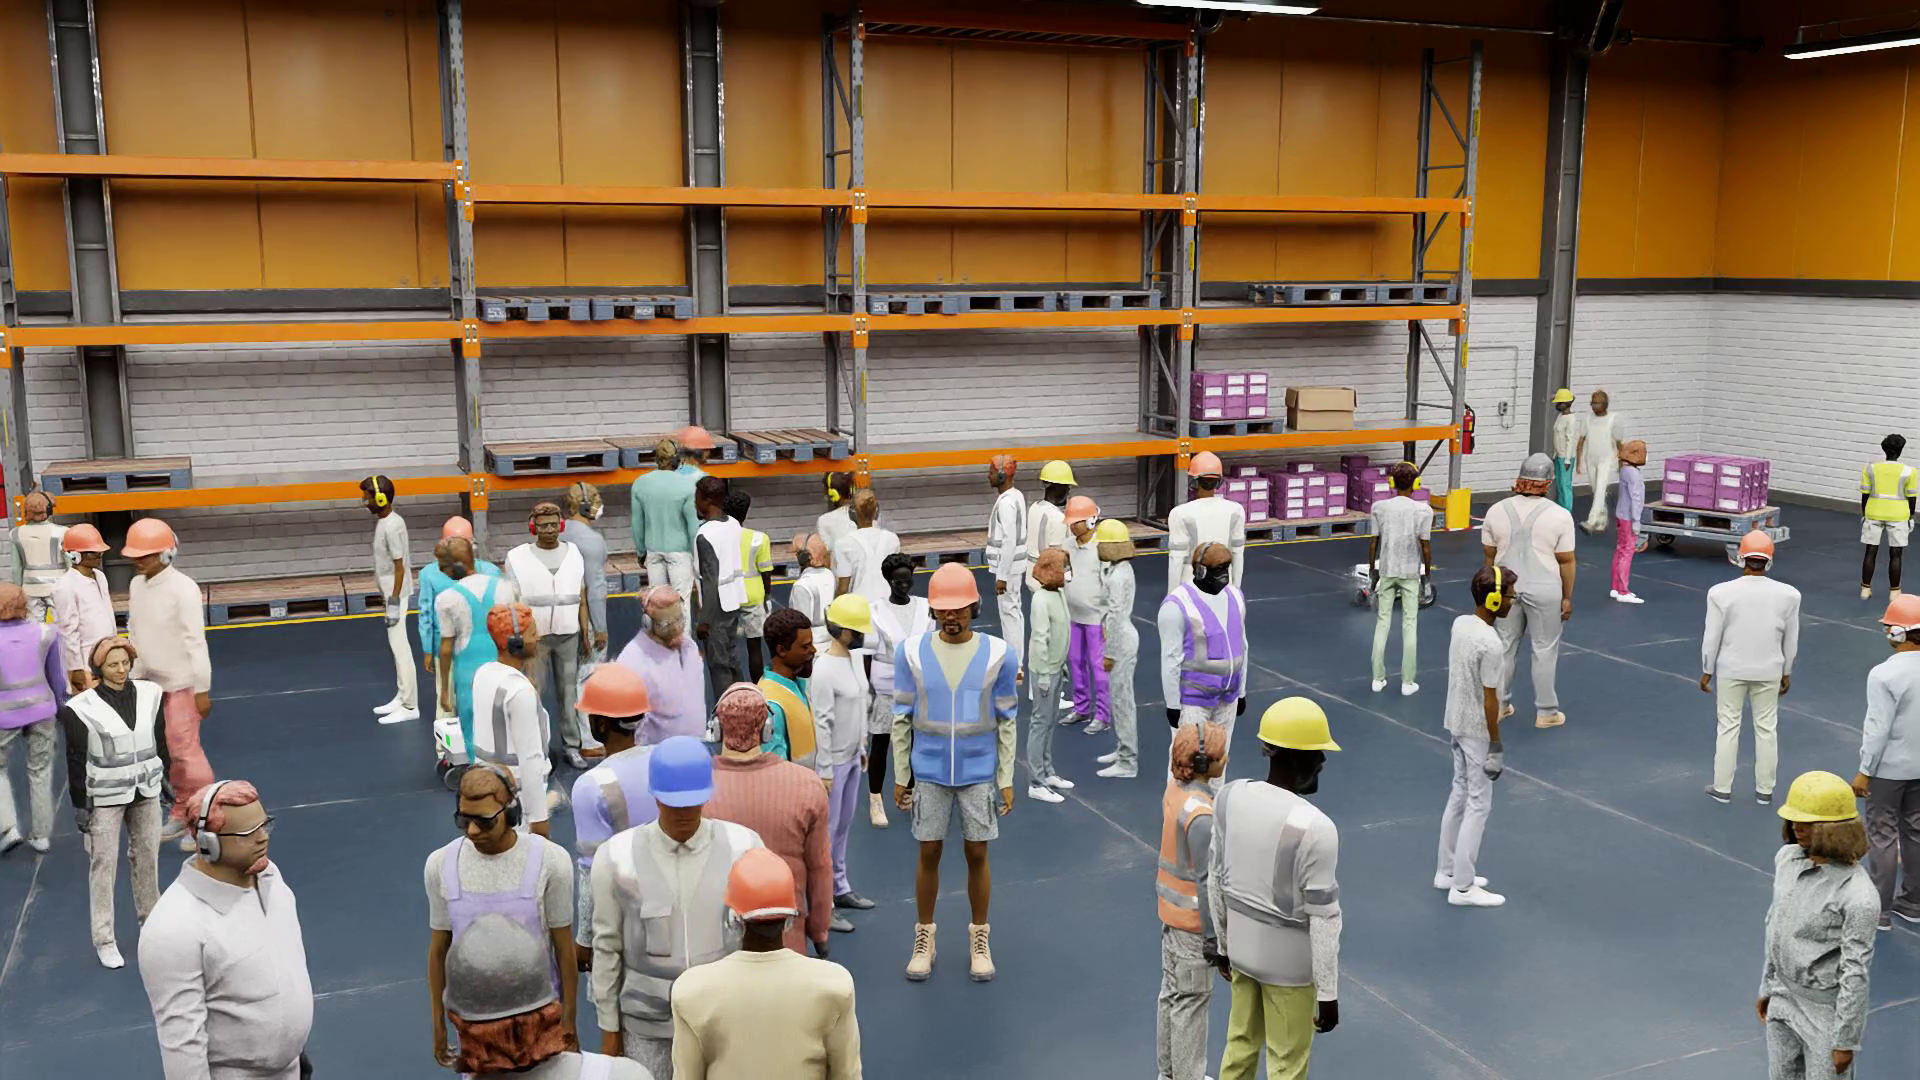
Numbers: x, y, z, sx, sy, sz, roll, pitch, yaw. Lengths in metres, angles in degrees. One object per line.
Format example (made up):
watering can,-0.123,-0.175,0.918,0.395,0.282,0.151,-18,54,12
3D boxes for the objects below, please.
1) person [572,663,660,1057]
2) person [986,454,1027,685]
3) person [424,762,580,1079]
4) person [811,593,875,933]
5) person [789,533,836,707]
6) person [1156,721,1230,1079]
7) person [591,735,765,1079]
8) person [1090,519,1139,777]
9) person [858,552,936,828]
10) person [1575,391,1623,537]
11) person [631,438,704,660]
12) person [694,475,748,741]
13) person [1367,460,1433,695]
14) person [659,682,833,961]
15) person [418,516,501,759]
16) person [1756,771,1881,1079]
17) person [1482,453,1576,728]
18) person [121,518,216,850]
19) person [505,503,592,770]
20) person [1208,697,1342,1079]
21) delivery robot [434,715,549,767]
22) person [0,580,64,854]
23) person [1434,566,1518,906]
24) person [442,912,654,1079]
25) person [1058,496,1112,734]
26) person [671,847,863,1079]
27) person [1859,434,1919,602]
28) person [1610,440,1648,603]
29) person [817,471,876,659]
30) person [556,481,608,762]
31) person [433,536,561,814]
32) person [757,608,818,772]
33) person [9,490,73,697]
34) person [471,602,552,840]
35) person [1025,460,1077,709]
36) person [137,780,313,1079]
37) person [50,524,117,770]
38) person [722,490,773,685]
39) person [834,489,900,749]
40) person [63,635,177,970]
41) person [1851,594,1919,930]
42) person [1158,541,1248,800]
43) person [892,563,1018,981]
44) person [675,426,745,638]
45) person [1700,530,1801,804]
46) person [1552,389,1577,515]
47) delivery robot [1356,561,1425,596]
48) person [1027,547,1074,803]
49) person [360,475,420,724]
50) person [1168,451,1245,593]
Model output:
person,-1.311,1.427,6.480,0.351,1.941,0.551,5,11,29
person,0.380,0.239,13.496,0.339,1.880,0.581,1,10,8
person,-1.547,1.627,5.648,0.517,1.835,0.357,0,10,1
person,-0.601,1.139,8.674,0.343,1.757,0.526,3,10,19
person,-0.987,0.761,11.181,0.306,1.639,0.523,3,10,19
person,0.948,1.533,6.735,0.309,1.641,0.514,-1,10,-7
person,-0.920,1.583,5.588,0.608,1.940,0.416,-2,10,-14
person,1.037,0.717,11.181,0.358,1.732,0.483,1,10,6
person,-0.369,0.907,10.176,0.542,1.695,0.316,-5,11,-27
person,7.863,-0.938,20.543,1.014,1.782,0.514,-10,14,-44
person,-2.463,0.105,14.099,0.637,1.938,0.355,3,10,17
person,-1.725,0.490,11.942,0.373,1.916,0.596,2,10,11
person,3.489,0.302,13.202,0.510,1.862,0.327,5,11,28
person,-0.805,1.476,6.297,0.646,1.907,0.401,-2,10,-12
person,-3.339,0.704,11.177,0.561,1.753,0.332,-4,11,-22
person,2.971,1.644,5.831,0.330,1.734,0.481,-1,10,-7
person,4.245,0.359,12.347,0.683,2.000,0.538,8,13,40
person,-4.664,0.836,9.769,0.709,1.980,0.438,7,12,35
person,-2.760,0.655,11.201,0.567,1.847,0.389,-6,11,-30
person,1.158,1.510,6.050,0.376,1.922,0.593,-7,12,-33
delivery robot,-3.110,1.280,11.047,0.707,0.478,0.477,-6,11,-30
person,-5.456,1.033,9.646,0.529,1.626,0.363,-9,14,-43
person,2.779,1.049,8.930,0.338,1.850,0.526,-1,10,-6
person,-1.025,1.833,3.851,0.683,2.000,0.536,-7,12,-34
person,0.911,0.535,12.198,0.354,1.738,0.578,-8,13,-39
person,-0.575,1.775,5.013,0.572,1.751,0.330,-1,10,-6
person,9.298,-0.220,16.674,0.533,1.697,0.318,9,13,42
person,6.732,-0.192,16.696,0.279,1.632,0.501,1,10,8
person,-0.834,0.371,12.923,0.562,1.825,0.864,-5,11,-26
person,-2.611,0.556,11.506,0.376,1.940,0.629,-8,12,-38
person,-2.845,0.852,10.207,0.718,1.798,0.386,-7,12,-36
person,-0.803,1.249,7.573,0.388,1.919,0.594,0,10,-1
person,-7.176,0.429,13.090,0.514,1.642,0.309,0,10,-2
person,-2.091,1.223,7.826,0.362,1.883,0.575,-7,12,-36
person,0.706,0.342,12.799,0.395,1.918,0.586,-3,10,-16
person,-2.212,1.670,5.176,0.407,1.910,0.639,1,10,5
person,-5.664,0.759,10.868,0.330,1.751,0.563,-1,10,-5
person,-1.693,0.468,12.706,0.539,1.695,0.318,0,10,-2
person,-0.657,0.556,11.771,0.511,1.844,0.328,-6,11,-31
person,-4.141,1.273,8.233,0.307,1.639,0.525,6,12,32
person,4.861,1.145,8.643,0.575,1.749,0.334,-4,11,-23
person,1.446,0.910,9.771,0.626,1.837,0.429,-7,12,-34
person,-0.026,1.113,7.993,0.607,2.044,0.378,0,10,2
person,-2.373,-0.012,14.656,1.084,1.992,0.614,-8,12,-38
person,5.008,0.808,10.583,0.563,1.753,0.335,2,10,13
person,7.734,-1.064,21.364,0.338,1.761,0.524,0,10,2
delivery robot,4.271,0.346,16.414,0.707,0.478,0.477,-4,11,-21
person,0.588,0.848,10.694,0.278,1.634,0.499,3,10,18
person,-4.249,0.437,12.409,0.336,1.864,0.515,-4,11,-21
person,1.799,0.361,12.324,0.605,2.045,0.376,-3,10,-17
